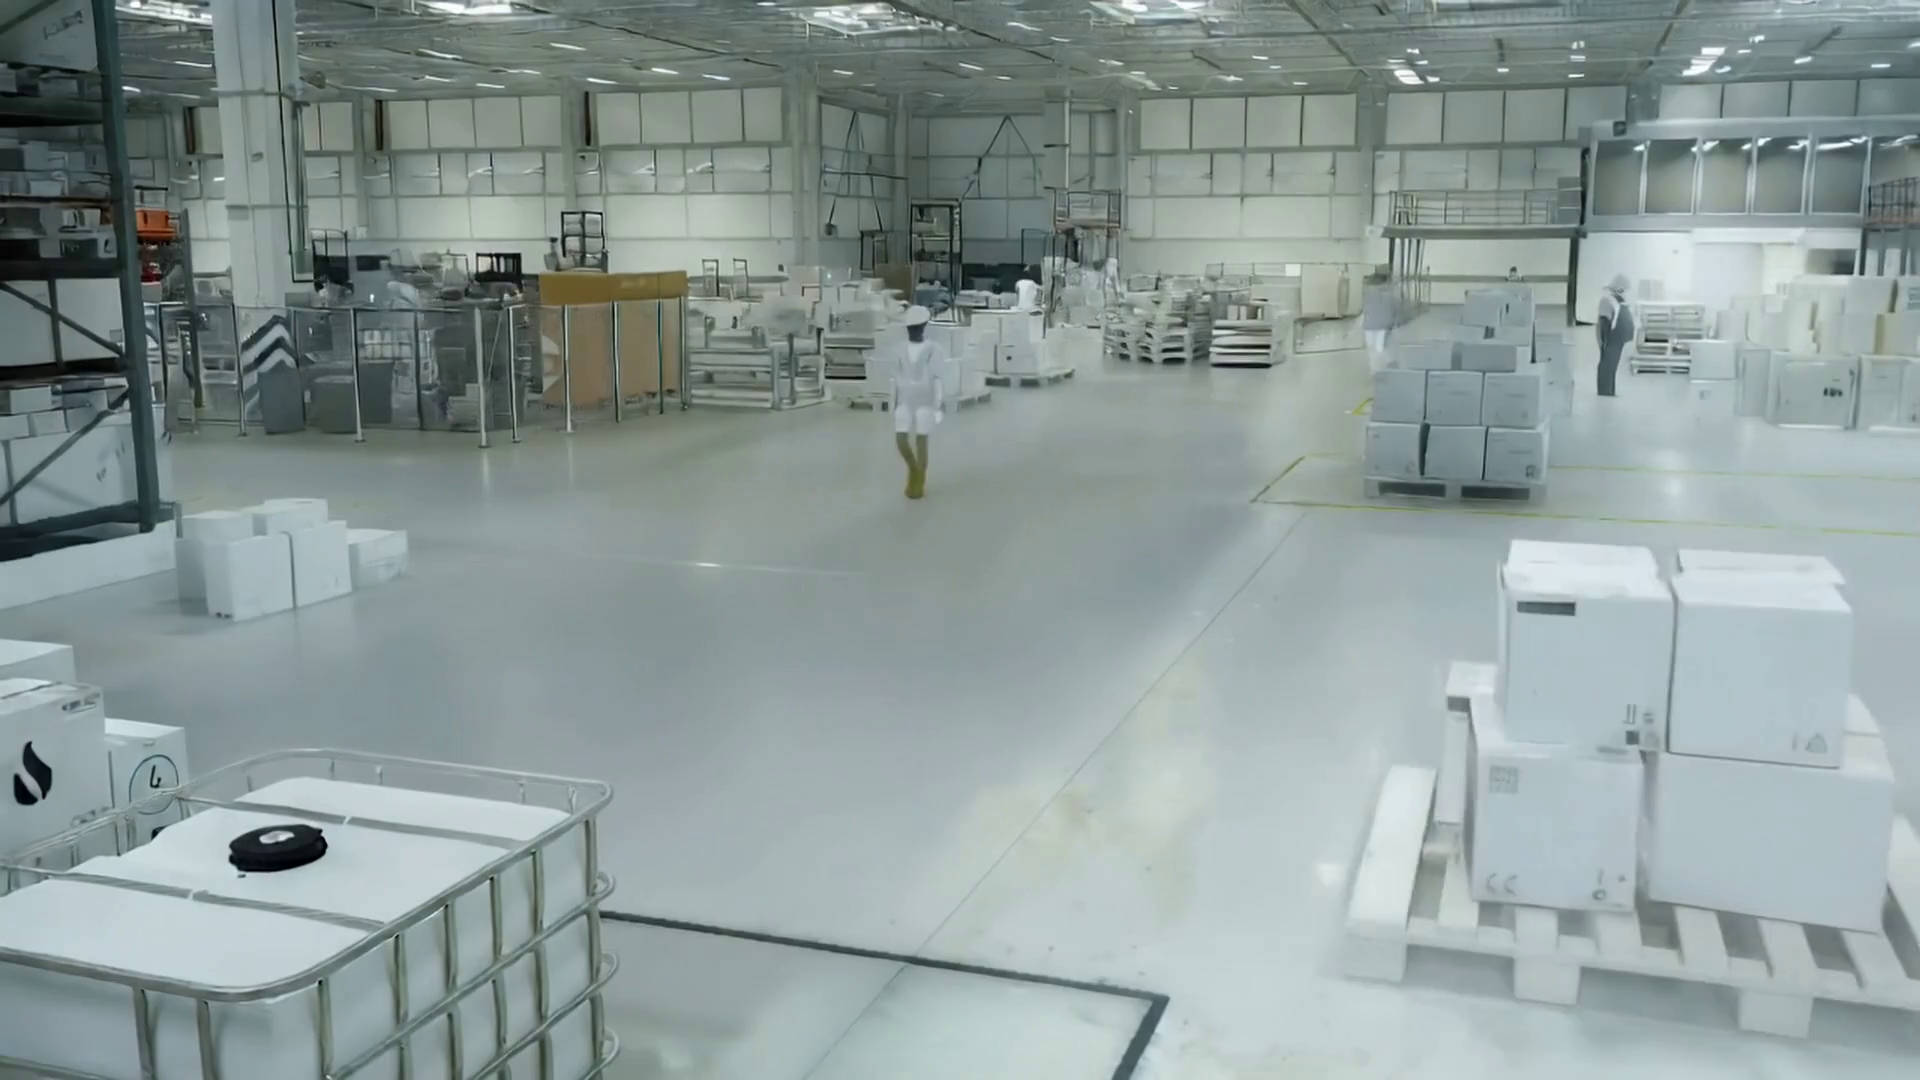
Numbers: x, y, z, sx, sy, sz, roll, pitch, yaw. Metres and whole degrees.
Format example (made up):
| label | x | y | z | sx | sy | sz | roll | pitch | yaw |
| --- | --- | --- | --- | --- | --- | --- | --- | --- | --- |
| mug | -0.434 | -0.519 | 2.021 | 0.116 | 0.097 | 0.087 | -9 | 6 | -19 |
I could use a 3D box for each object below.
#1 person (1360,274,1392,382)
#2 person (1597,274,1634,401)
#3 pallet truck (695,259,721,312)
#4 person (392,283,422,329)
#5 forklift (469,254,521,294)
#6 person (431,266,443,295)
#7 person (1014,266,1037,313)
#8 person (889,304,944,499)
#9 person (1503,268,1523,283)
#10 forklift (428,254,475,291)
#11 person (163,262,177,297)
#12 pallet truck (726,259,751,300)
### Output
| label | x | y | z | sx | sy | sz | roll | pitch | yaw |
| --- | --- | --- | --- | --- | --- | --- | --- | --- | --- |
| person | 7.624 | -3.877 | 30.467 | 0.485 | 1.980 | 0.617 | -8 | 13 | -38 |
| person | 10.562 | -3.257 | 26.778 | 0.536 | 2.000 | 0.681 | 9 | 14 | 42 |
| pallet truck | -9.165 | -9.627 | 62.776 | 0.823 | 1.965 | 1.885 | 4 | 11 | 23 |
| person | -9.985 | -3.766 | 30.271 | 0.571 | 1.813 | 0.627 | 4 | 11 | 20 |
| forklift | -17.990 | -10.121 | 64.684 | 1.157 | 1.987 | 2.680 | 3 | 11 | 17 |
| person | -19.213 | -9.219 | 61.019 | 0.519 | 1.805 | 0.701 | -8 | 13 | -37 |
| person | 1.553 | -5.485 | 39.447 | 0.643 | 1.991 | 0.694 | 4 | 11 | 24 |
| person | -0.429 | -1.364 | 16.431 | 0.564 | 1.927 | 0.423 | 3 | 10 | 15 |
| person | 16.517 | -7.206 | 49.665 | 0.595 | 1.835 | 0.842 | 8 | 13 | 37 |
| forklift | -20.133 | -10.254 | 65.465 | 1.157 | 1.987 | 2.680 | 3 | 11 | 19 |
| person | -27.455 | -8.677 | 57.696 | 0.680 | 1.893 | 0.457 | 6 | 12 | 31 |
| pallet truck | -7.986 | -9.493 | 62.019 | 0.823 | 1.965 | 1.885 | 3 | 11 | 17 |
